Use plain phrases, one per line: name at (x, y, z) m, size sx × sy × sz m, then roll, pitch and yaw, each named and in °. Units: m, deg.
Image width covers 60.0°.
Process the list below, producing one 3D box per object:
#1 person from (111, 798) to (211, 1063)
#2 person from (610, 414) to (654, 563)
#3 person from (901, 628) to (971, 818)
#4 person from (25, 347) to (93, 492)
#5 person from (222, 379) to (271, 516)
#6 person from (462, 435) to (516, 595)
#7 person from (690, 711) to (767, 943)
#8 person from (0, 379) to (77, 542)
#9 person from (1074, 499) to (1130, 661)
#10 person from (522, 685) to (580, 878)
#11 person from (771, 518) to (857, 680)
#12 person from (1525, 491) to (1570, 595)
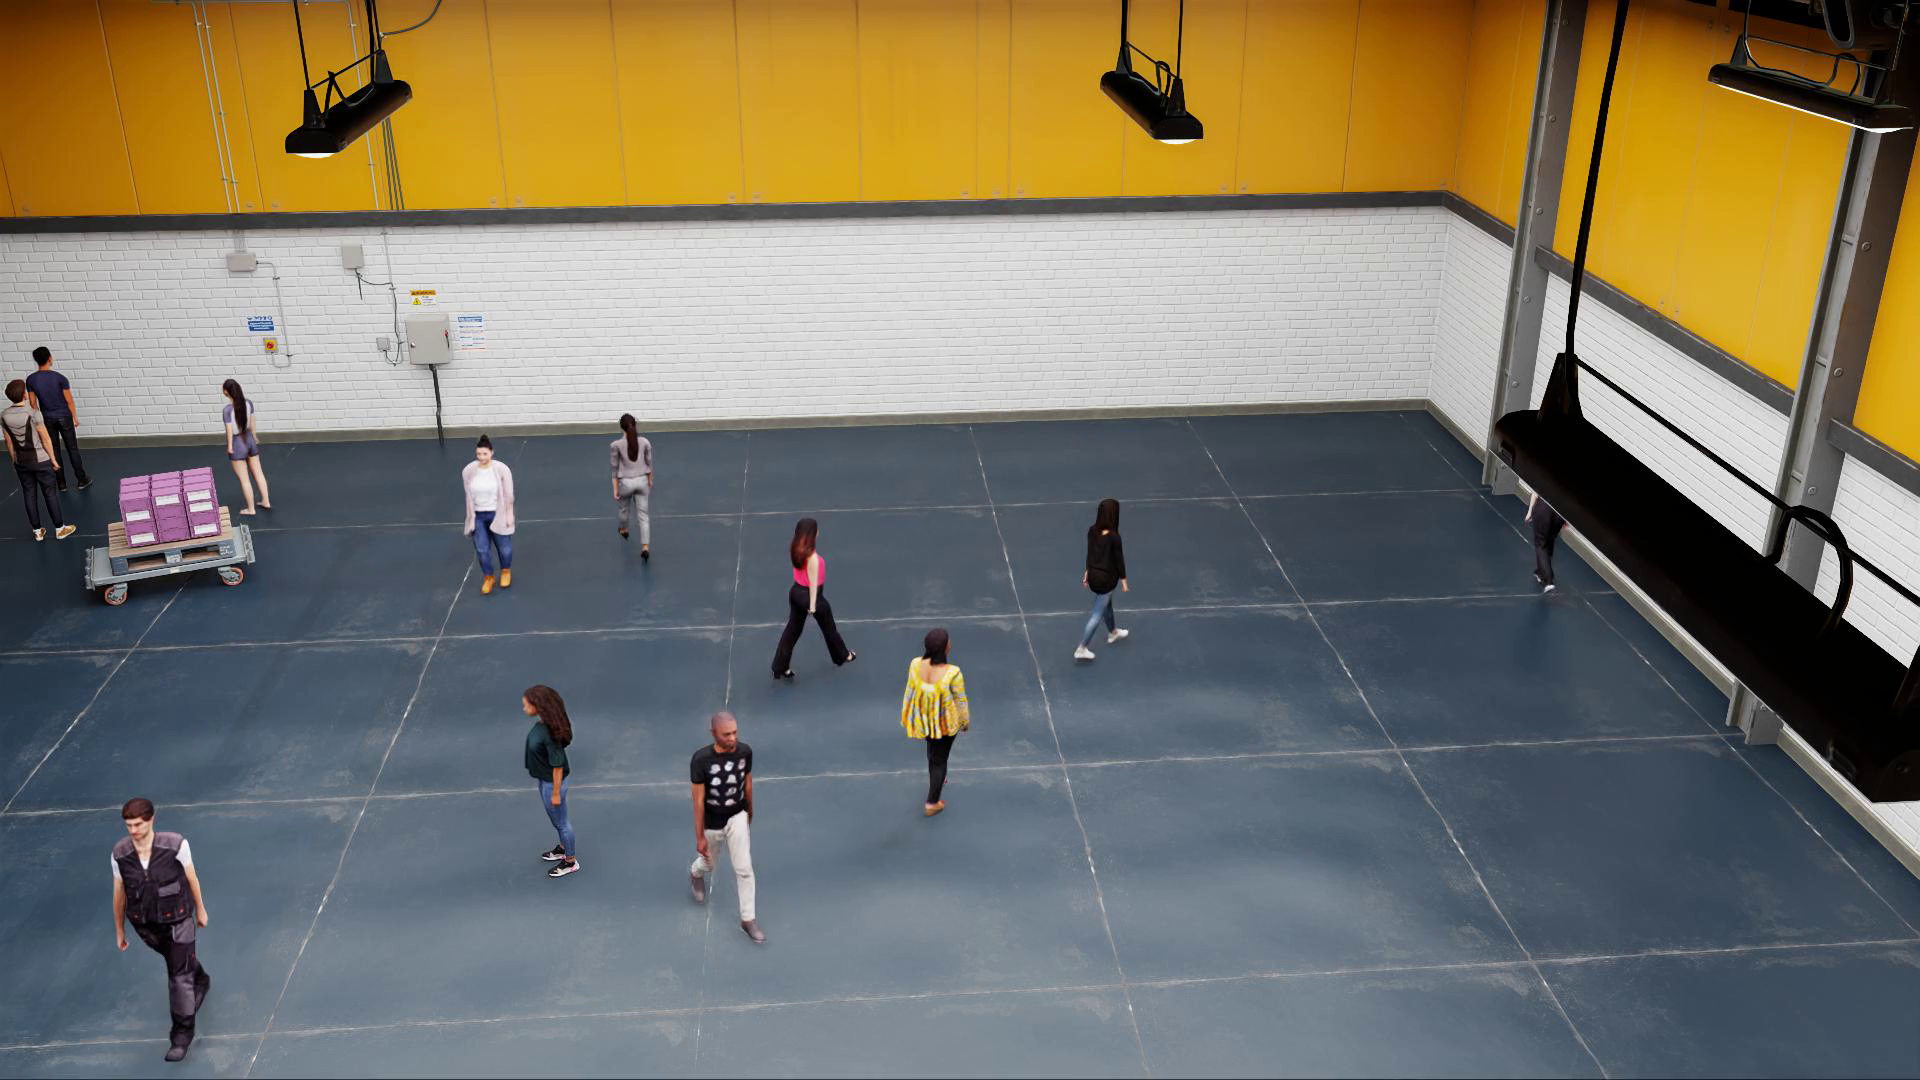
person at (-5.315, 2.491, 11.169) m, size 0.679 × 1.799 × 1.151 m, roll -3°, pitch 24°, yaw -6°
person at (-3.574, -0.534, 18.301) m, size 0.833 × 1.630 × 1.153 m, roll -9°, pitch 25°, yaw -20°
person at (-0.236, 1.521, 13.592) m, size 0.926 × 1.637 × 0.998 m, roll 12°, pitch 26°, yaw 26°
person at (-11.017, -1.473, 20.257) m, size 0.682 × 1.784 × 0.602 m, roll -7°, pitch 25°, yaw -16°
person at (-8.432, -1.104, 19.581) m, size 0.730 × 1.650 × 0.610 m, roll 10°, pitch 26°, yaw 22°
person at (-4.964, -0.323, 17.695) m, size 0.716 × 1.729 × 0.727 m, roll -1°, pitch 24°, yaw -1°
person at (-1.783, 2.041, 12.230) m, size 0.975 × 1.774 × 1.268 m, roll -12°, pitch 26°, yaw -25°
person at (-10.491, -0.906, 18.820) m, size 0.635 × 1.896 × 0.551 m, roll -3°, pitch 24°, yaw -6°
person at (1.343, 0.410, 16.168) m, size 1.060 × 1.610 × 1.077 m, roll -20°, pitch 30°, yaw -37°
person at (-3.154, 1.847, 12.874) m, size 0.727 × 1.614 × 0.616 m, roll -9°, pitch 25°, yaw -20°
person at (-1.503, 0.600, 15.730) m, size 1.068 × 1.612 × 1.129 m, roll -18°, pitch 29°, yaw -35°
person at (6.234, -0.238, 17.513) m, size 0.654 × 1.718 × 1.056 m, roll 0°, pitch 24°, yaw 0°
